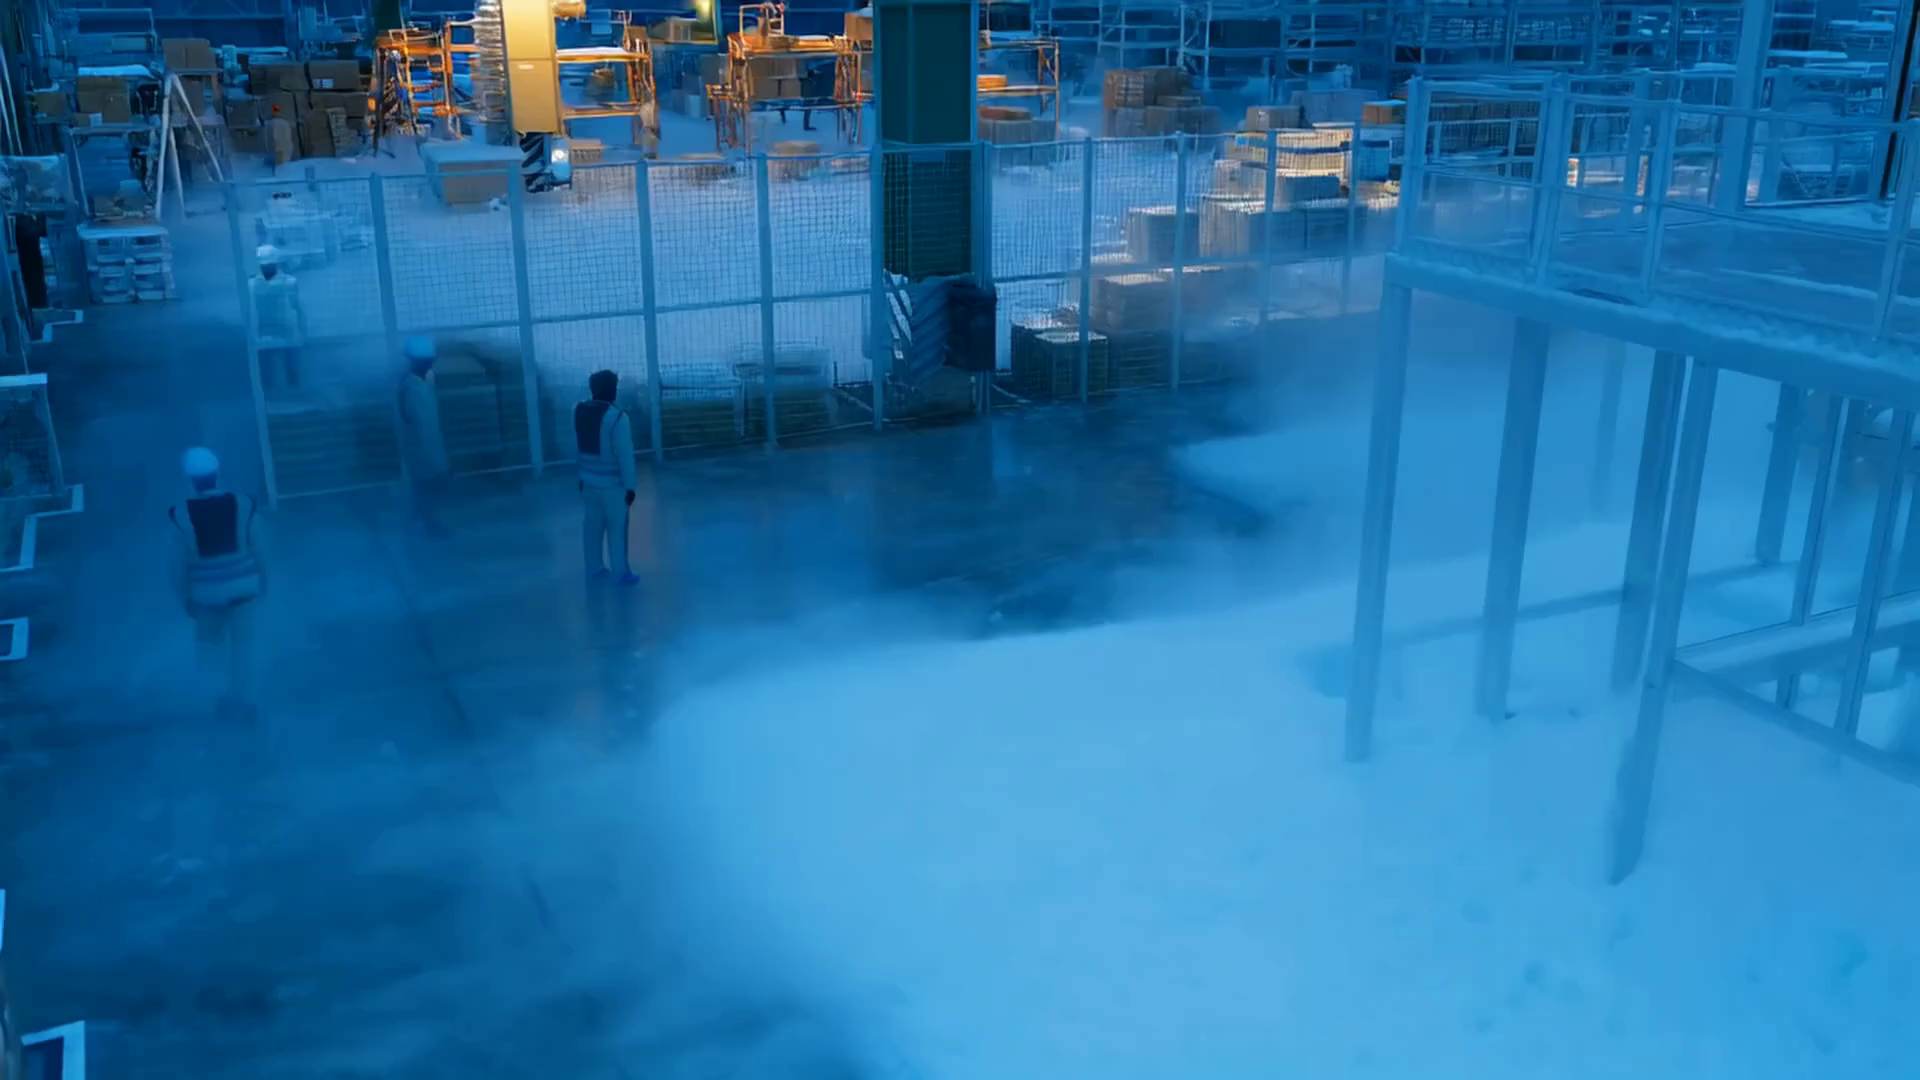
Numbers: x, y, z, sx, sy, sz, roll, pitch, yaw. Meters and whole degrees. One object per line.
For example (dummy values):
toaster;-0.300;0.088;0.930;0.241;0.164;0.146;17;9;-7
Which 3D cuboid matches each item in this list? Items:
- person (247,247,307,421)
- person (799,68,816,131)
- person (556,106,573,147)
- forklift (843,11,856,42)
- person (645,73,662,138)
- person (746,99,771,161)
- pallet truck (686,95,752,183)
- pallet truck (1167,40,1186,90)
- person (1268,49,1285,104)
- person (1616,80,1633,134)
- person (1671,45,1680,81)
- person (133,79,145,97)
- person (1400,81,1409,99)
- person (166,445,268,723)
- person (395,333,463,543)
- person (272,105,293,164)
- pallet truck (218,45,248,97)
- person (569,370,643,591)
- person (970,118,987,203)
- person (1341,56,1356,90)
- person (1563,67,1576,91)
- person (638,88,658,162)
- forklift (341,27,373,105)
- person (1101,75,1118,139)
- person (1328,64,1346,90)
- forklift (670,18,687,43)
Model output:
person;-7.755;-2.349;18.894;0.652;1.935;1.028;-3;19;-7
person;-4.761;-13.794;52.078;0.372;1.940;0.630;13;23;33
person;-9.870;-9.839;41.024;0.739;1.670;0.538;13;23;33
forklift;-5.534;-25.074;83.355;1.873;2.768;1.129;-9;21;-25
person;-9.227;-13.075;50.041;0.594;1.903;0.586;-7;20;-19
person;-5.108;-10.163;41.775;0.960;1.802;0.619;-11;22;-28
pallet truck;-5.836;-9.608;39.856;0.823;1.965;1.885;10;22;27
pallet truck;9.045;-19.971;69.895;0.823;1.965;1.885;-3;19;-8
person;11.848;-17.353;62.307;0.610;1.997;0.376;6;20;17
person;19.015;-12.253;47.701;0.573;1.879;1.023;-5;20;-15
person;31.368;-20.884;73.049;0.522;1.670;0.837;-2;19;-5
person;-25.323;-13.405;51.421;0.518;1.633;0.313;6;20;17
person;13.865;-13.371;51.326;0.546;1.609;0.699;1;19;4
person;-4.993;0.292;11.271;0.602;1.918;0.612;-10;22;-27
person;-4.780;-0.911;14.766;0.541;1.914;0.559;3;19;10
person;-15.623;-9.047;38.379;0.383;1.917;0.643;3;19;9
pallet truck;-28.879;-18.665;66.111;0.823;1.965;1.885;-3;19;-9
person;-2.904;-0.493;13.692;0.624;1.835;0.431;12;22;31
person;0.331;-8.311;36.366;0.545;1.816;0.970;-13;23;-33
person;14.105;-16.658;60.543;0.609;1.842;0.938;5;20;13
person;19.185;-13.957;52.550;0.543;1.939;0.360;-17;25;-40
person;-8.303;-10.880;43.656;0.736;1.911;0.647;-7;20;-19
forklift;-22.275;-17.346;60.954;1.873;2.768;1.129;-9;21;-25
person;4.460;-12.946;49.749;0.514;1.860;0.325;8;21;22
person;13.336;-15.963;58.813;0.585;1.641;0.853;-2;19;-6
forklift;-12.128;-21.141;71.955;1.873;2.768;1.129;5;20;13
